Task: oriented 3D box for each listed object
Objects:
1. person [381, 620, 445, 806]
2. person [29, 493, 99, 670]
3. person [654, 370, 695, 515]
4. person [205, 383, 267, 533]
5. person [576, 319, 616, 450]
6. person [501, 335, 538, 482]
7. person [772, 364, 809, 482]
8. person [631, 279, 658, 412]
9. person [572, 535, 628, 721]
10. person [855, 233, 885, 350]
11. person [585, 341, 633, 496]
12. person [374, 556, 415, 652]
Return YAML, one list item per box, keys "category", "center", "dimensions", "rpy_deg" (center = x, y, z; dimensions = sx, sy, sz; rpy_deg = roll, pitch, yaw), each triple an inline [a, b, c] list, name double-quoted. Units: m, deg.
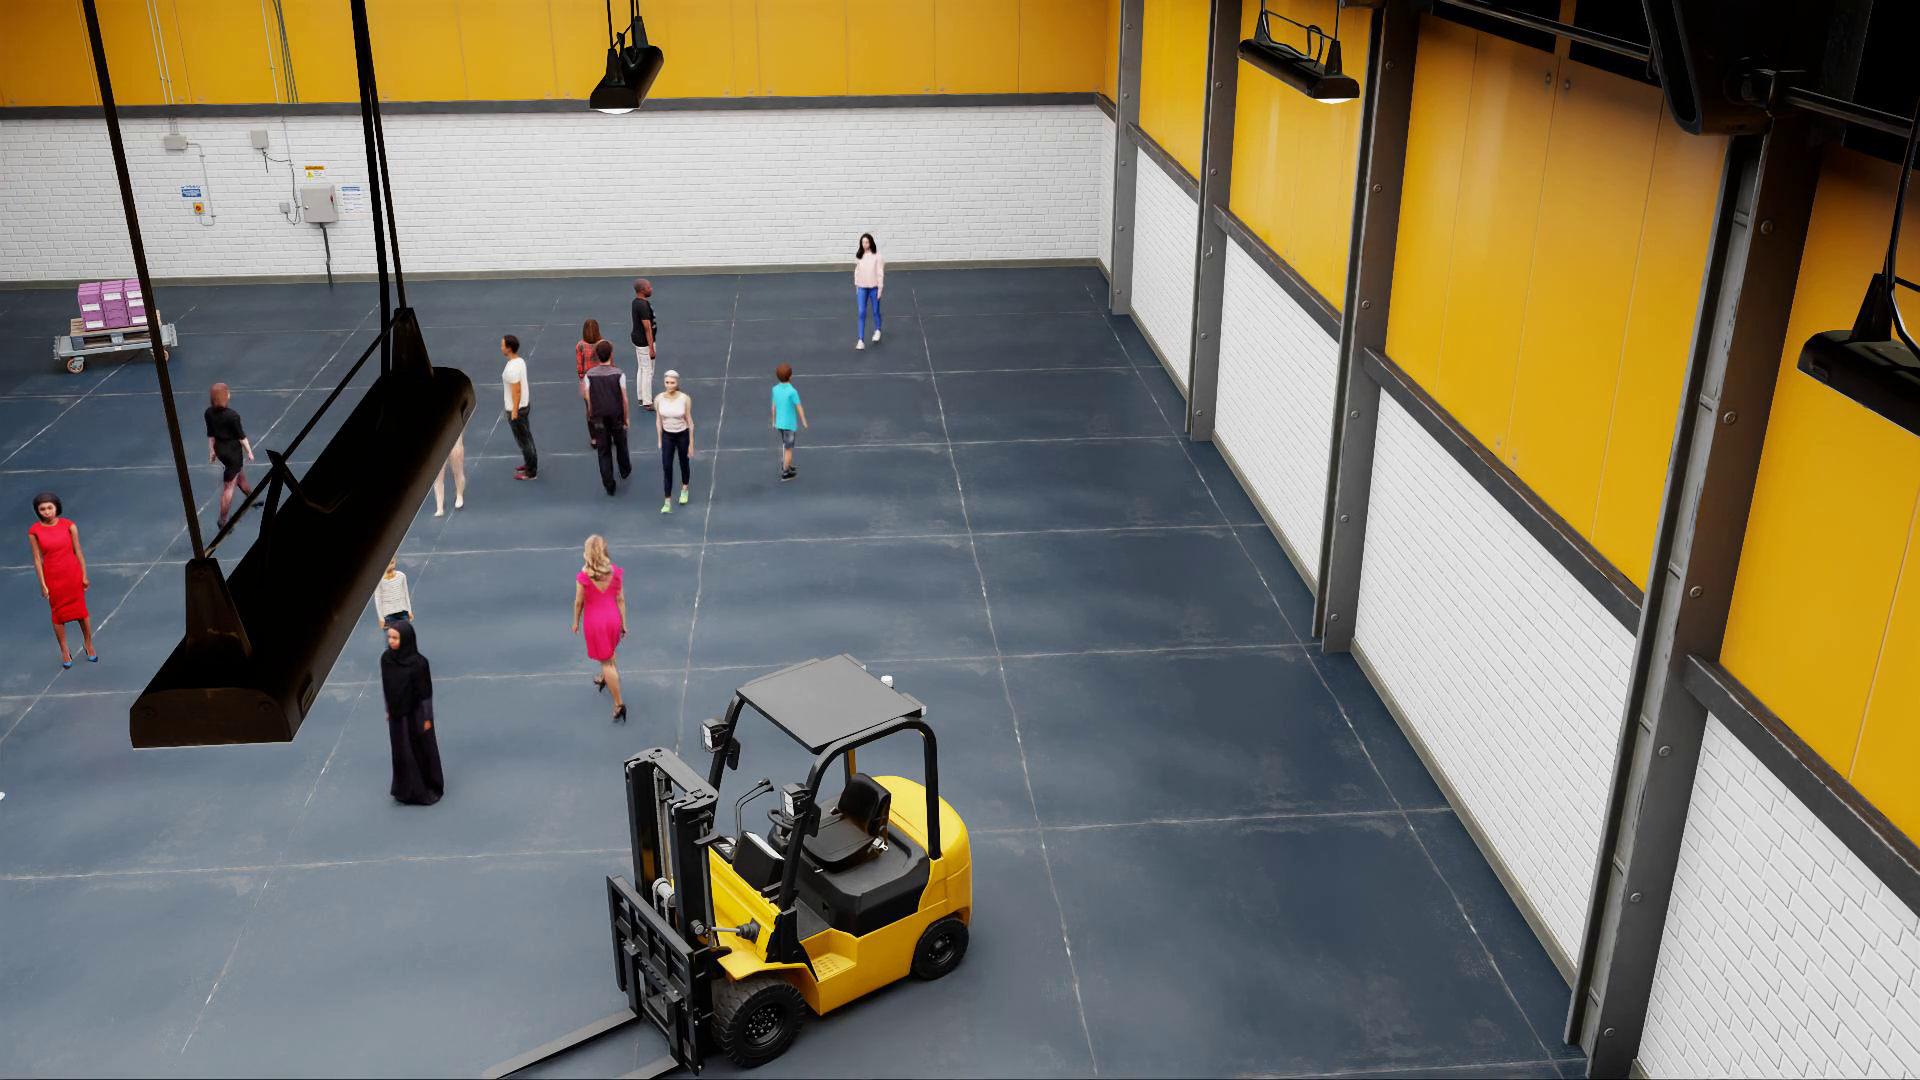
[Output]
- category: "person"
  center: [-4.484, 1.388, 13.558]
  dimensions: [0.699, 1.614, 0.723]
  rpy_deg: [9, 25, 20]
- category: "person"
  center: [-8.482, 0.367, 15.731]
  dimensions: [0.638, 1.743, 0.646]
  rpy_deg: [-15, 28, -30]
- category: "person"
  center: [-3.277, -1.187, 19.381]
  dimensions: [0.720, 1.668, 1.105]
  rpy_deg: [1, 24, 2]
- category: "person"
  center: [-8.283, -0.896, 18.732]
  dimensions: [0.904, 1.655, 1.149]
  rpy_deg: [9, 25, 19]
- category: "person"
  center: [-4.633, -1.994, 21.183]
  dimensions: [0.605, 1.703, 0.531]
  rpy_deg: [-2, 24, -5]
- category: "person"
  center: [-5.354, -1.614, 20.188]
  dimensions: [0.698, 1.803, 0.455]
  rpy_deg: [-2, 24, -5]
- category: "person"
  center: [-2.155, -1.405, 20.172]
  dimensions: [0.678, 1.433, 0.738]
  rpy_deg: [19, 30, 36]
- category: "person"
  center: [-4.287, -2.667, 22.598]
  dimensions: [0.801, 1.804, 0.642]
  rpy_deg: [-10, 26, -22]
- category: "person"
  center: [-3.140, 0.812, 14.779]
  dimensions: [0.902, 1.691, 1.101]
  rpy_deg: [-15, 28, -31]
- category: "person"
  center: [-1.337, -3.786, 25.263]
  dimensions: [0.939, 1.719, 1.222]
  rpy_deg: [7, 25, 16]
- category: "person"
  center: [-4.179, -1.418, 19.715]
  dimensions: [0.672, 1.823, 0.988]
  rpy_deg: [-3, 24, -8]
- category: "person"
  center: [-5.283, 0.691, 15.523]
  dimensions: [0.567, 1.316, 0.618]
  rpy_deg: [-19, 30, -37]
